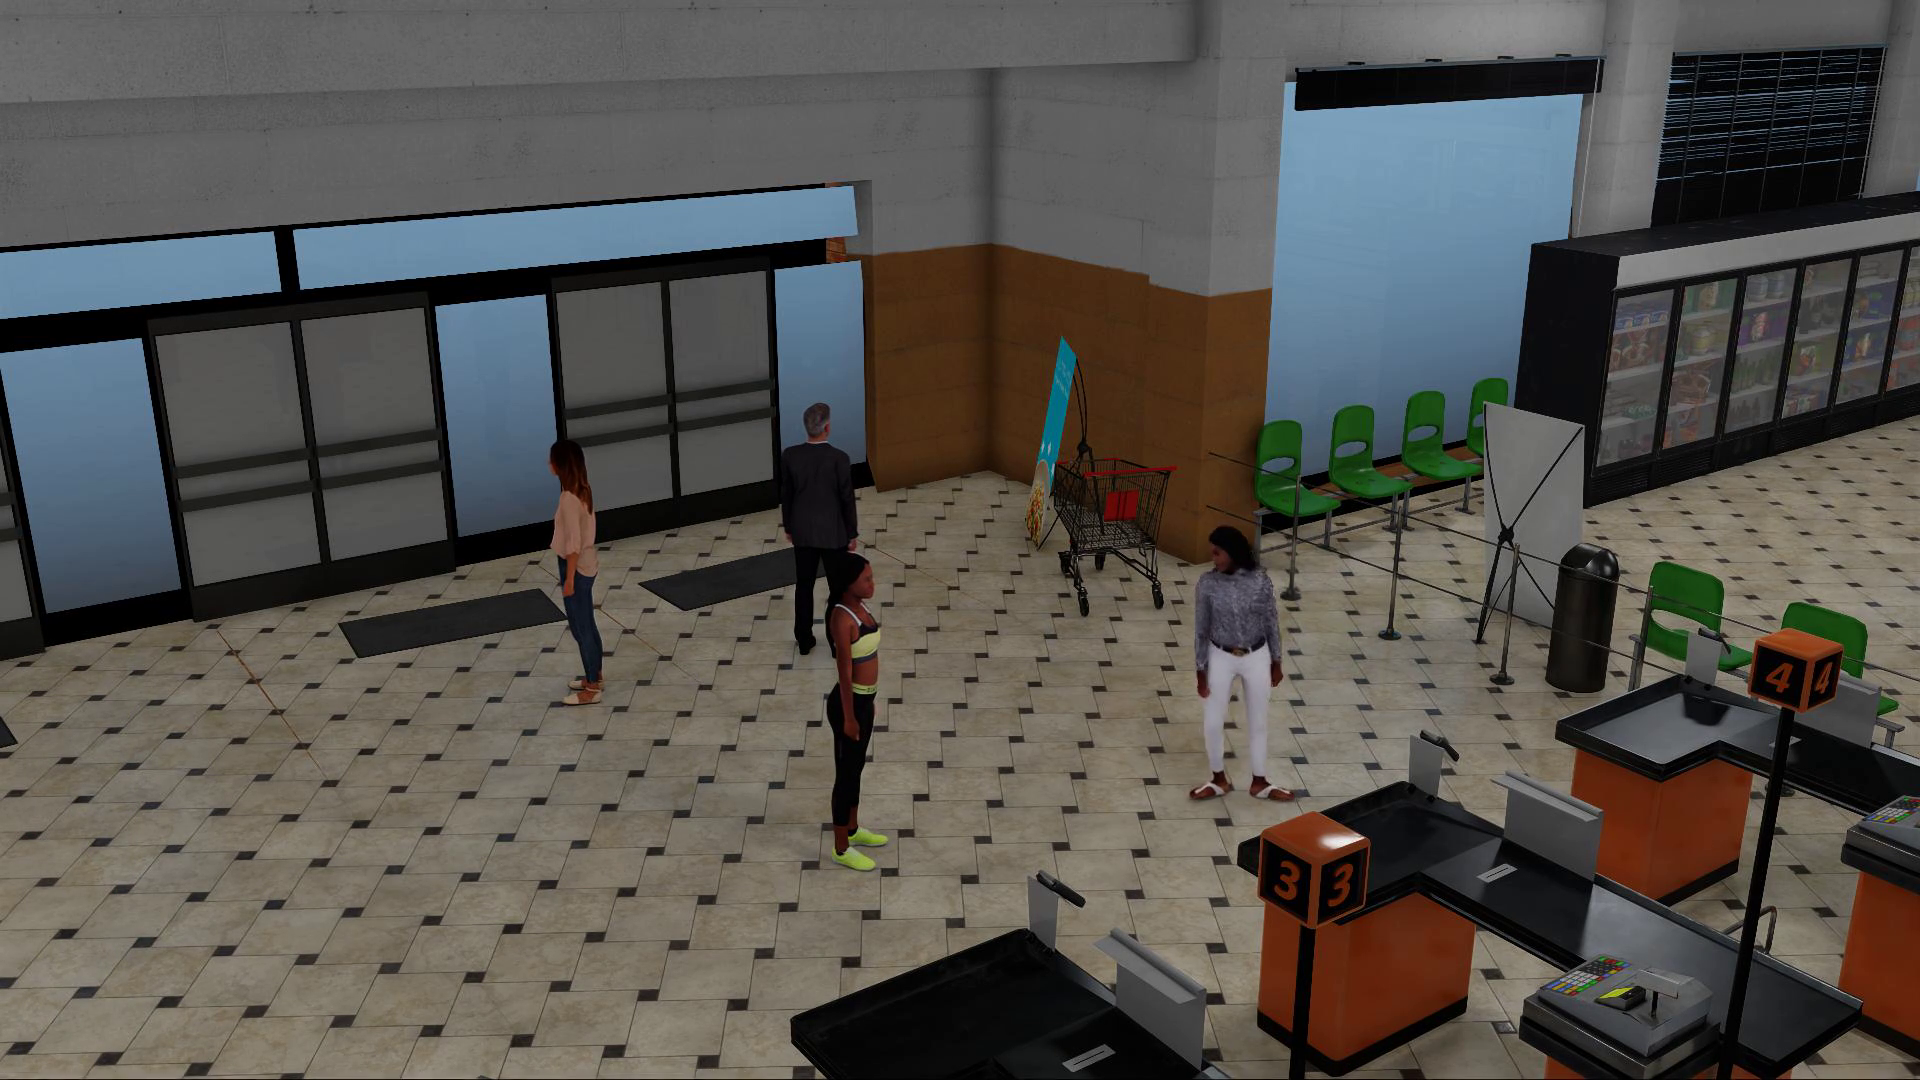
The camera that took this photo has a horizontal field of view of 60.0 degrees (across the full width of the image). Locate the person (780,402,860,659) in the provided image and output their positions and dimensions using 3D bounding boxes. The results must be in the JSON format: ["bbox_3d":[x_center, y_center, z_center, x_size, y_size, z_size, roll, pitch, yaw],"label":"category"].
[{"bbox_3d":[-0.977,-0.072,11.674,0.778,1.841,0.869,5,19,15],"label":"person"}]

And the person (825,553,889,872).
[{"bbox_3d":[-0.588,0.900,8.927,0.693,1.755,0.638,4,19,11],"label":"person"}]

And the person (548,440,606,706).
[{"bbox_3d":[-2.505,0.209,10.917,0.734,1.792,0.628,-1,19,-3],"label":"person"}]

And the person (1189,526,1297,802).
[{"bbox_3d":[1.649,0.723,9.529,0.796,1.705,0.853,-1,19,-2],"label":"person"}]
